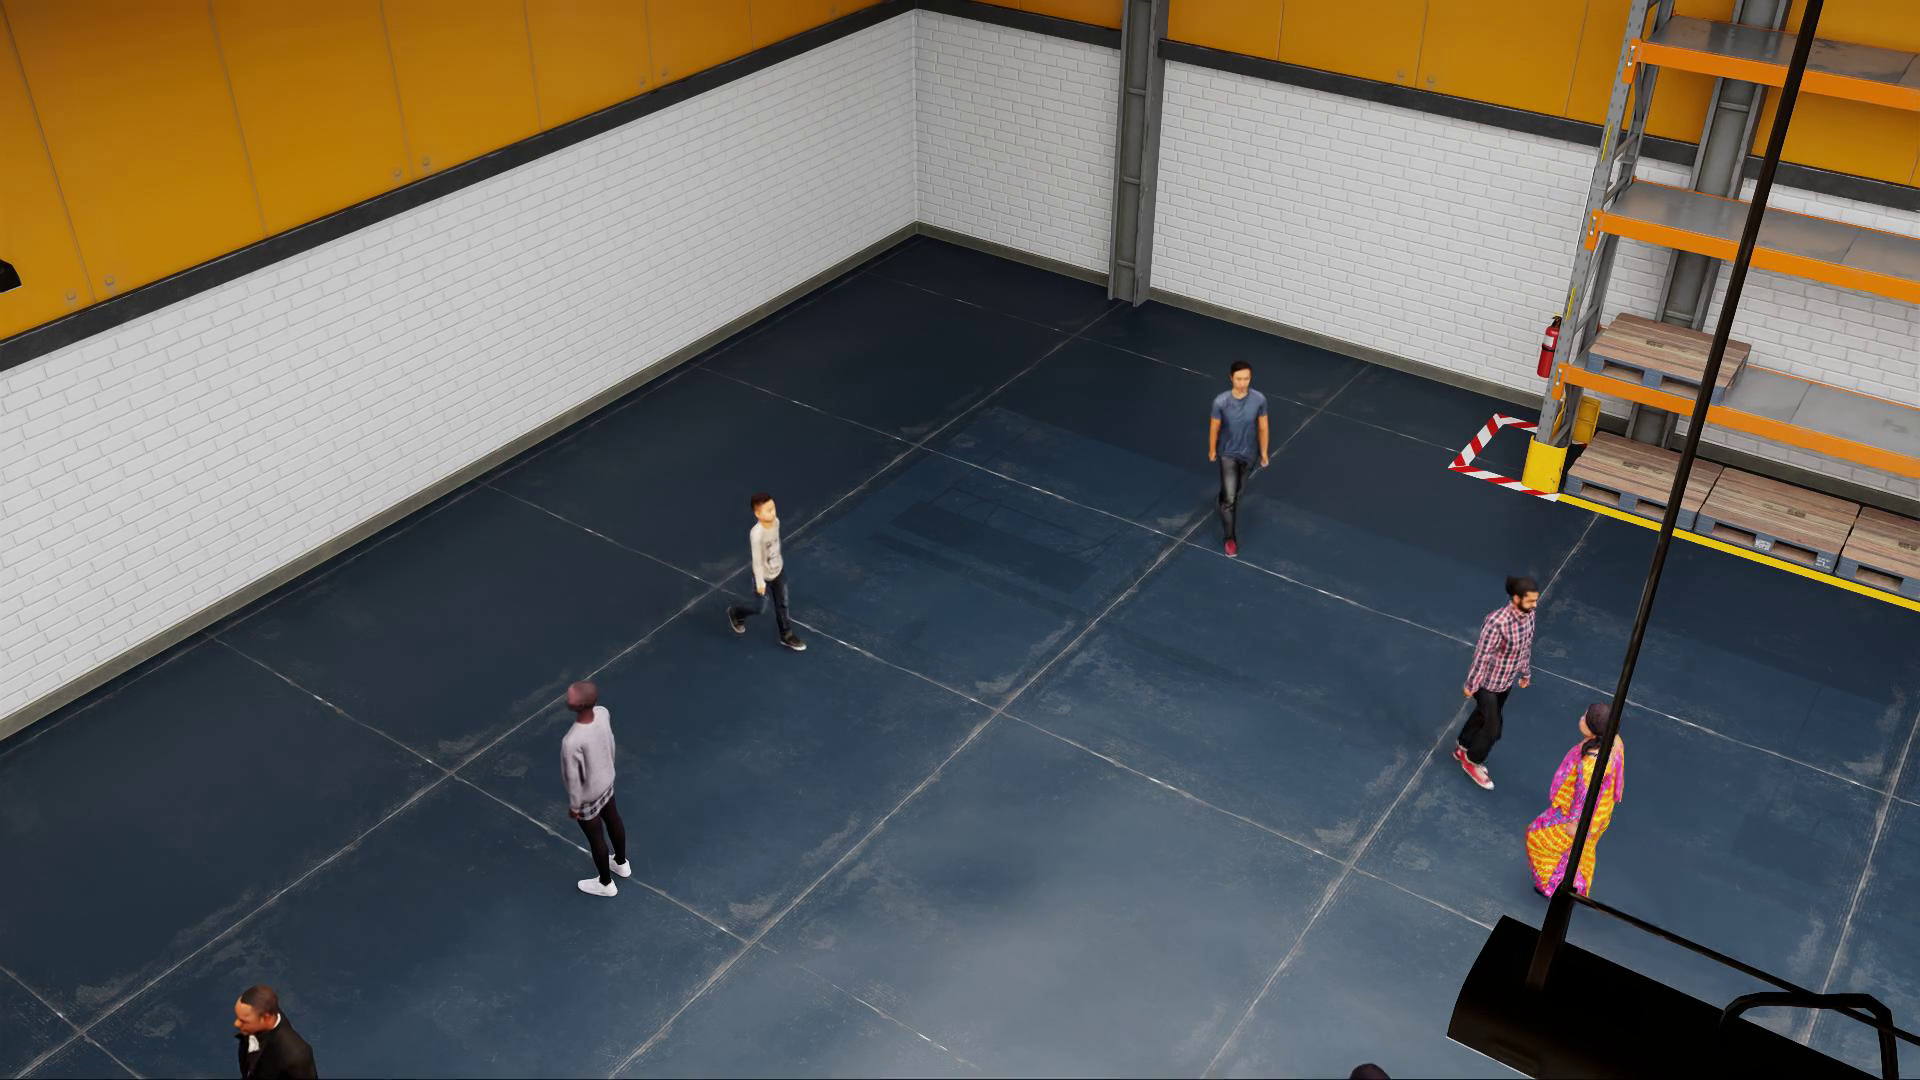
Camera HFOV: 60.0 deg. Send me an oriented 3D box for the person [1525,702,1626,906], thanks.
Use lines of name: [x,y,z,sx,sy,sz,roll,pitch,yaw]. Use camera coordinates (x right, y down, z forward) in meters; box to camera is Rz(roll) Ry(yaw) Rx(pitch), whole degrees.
person: [4.194,1.787,11.093,0.693,1.657,0.637,21,39,28]

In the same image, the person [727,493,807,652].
person: [-1.628,0.259,13.579,0.928,1.448,0.592,17,37,24]

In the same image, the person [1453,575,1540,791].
person: [3.869,0.972,12.239,0.768,1.745,0.745,-25,41,-32]

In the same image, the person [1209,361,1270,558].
person: [2.474,-0.828,14.922,1.163,1.773,1.197,-4,34,-6]

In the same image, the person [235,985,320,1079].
person: [-3.576,3.071,8.938,0.577,1.905,0.765,26,41,33]

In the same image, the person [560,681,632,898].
person: [-2.455,1.660,11.183,0.606,1.769,0.661,13,36,19]
